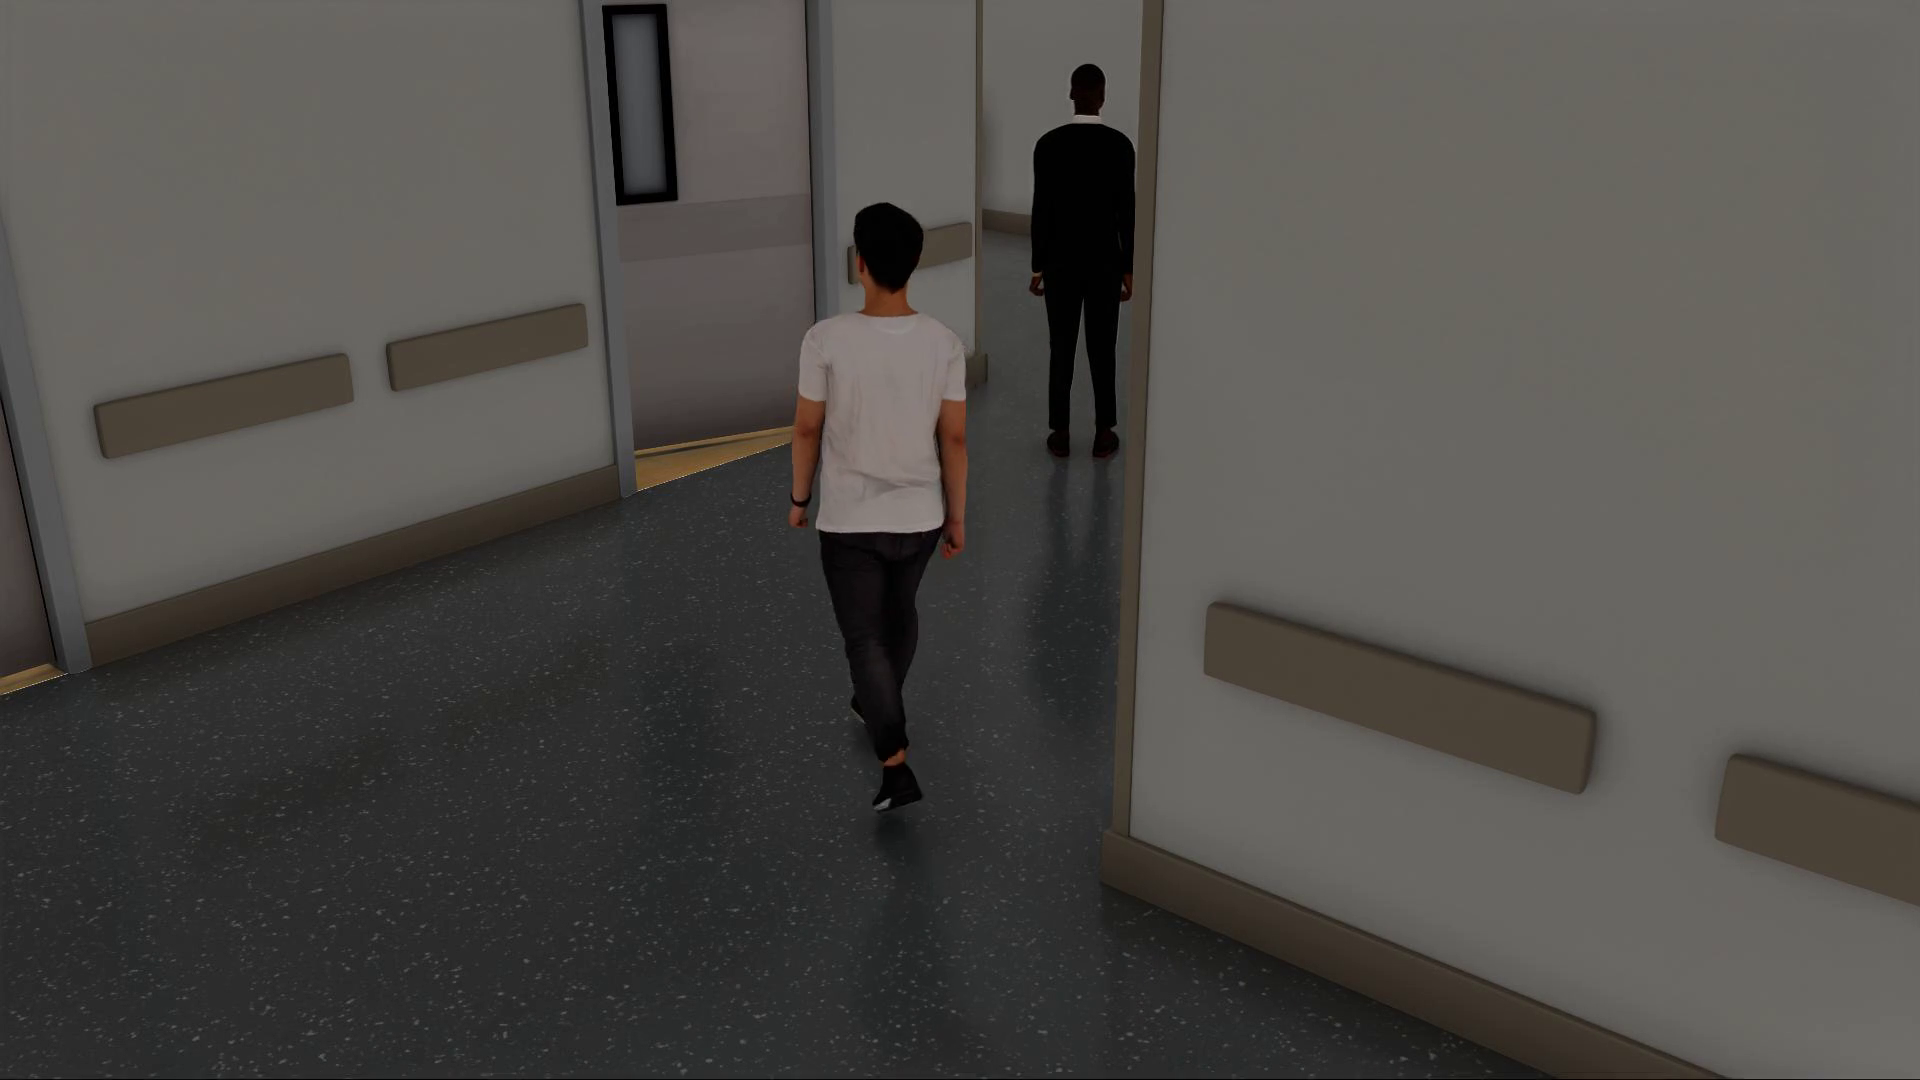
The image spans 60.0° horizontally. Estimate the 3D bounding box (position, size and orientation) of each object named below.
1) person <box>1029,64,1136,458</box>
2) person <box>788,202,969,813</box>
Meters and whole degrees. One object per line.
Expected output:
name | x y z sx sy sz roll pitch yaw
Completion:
person | 0.572 -1.285 7.748 0.720 1.808 0.738 1 21 4
person | -0.212 -0.053 4.662 1.125 1.691 1.061 -7 22 -17
